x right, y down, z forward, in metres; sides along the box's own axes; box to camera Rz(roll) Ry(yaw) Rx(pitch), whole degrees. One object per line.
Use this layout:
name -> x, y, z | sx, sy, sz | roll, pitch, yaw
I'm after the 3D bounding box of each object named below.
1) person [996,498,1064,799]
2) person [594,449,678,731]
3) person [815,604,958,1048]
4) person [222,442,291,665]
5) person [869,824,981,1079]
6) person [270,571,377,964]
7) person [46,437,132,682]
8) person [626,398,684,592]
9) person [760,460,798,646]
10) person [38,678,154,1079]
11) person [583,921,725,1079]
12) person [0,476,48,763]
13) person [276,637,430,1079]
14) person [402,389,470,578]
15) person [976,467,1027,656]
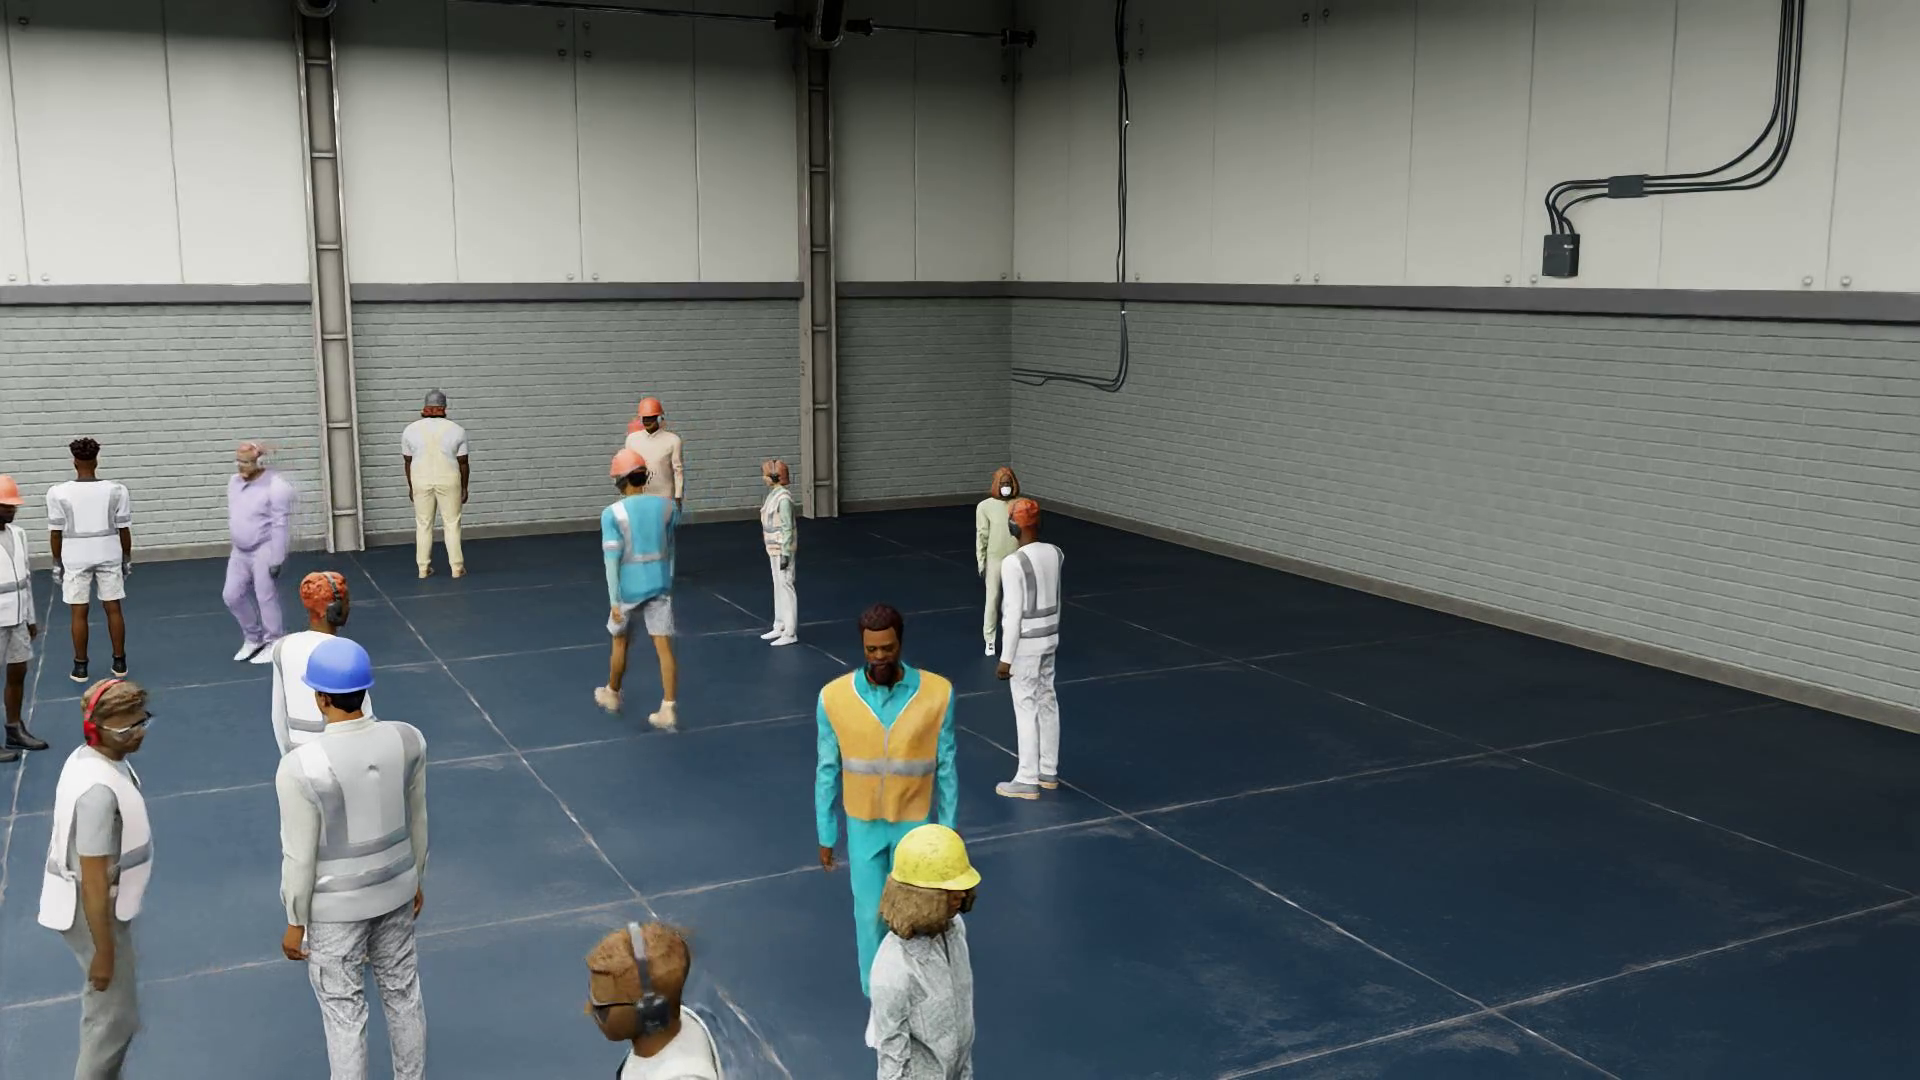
person -> 0.431, 0.674, 10.367 | 0.358, 1.881, 0.574 | 7, 11, 36
person -> -2.363, 0.340, 12.059 | 0.615, 1.991, 1.024 | -7, 11, -36
person -> -0.312, 1.201, 7.057 | 0.613, 1.899, 0.448 | 0, 9, -2
person -> -5.840, 0.116, 13.797 | 0.665, 1.881, 0.480 | 4, 10, 24
person -> -0.083, 1.650, 4.806 | 0.313, 1.736, 0.486 | 4, 10, 24
person -> -2.971, 1.078, 7.864 | 0.586, 1.882, 0.340 | 5, 10, 26
person -> -6.962, 0.155, 13.340 | 0.593, 1.958, 0.370 | -7, 11, -35
person -> -3.123, -0.455, 16.969 | 0.613, 1.995, 0.391 | 1, 9, 7
person -> -1.579, 0.109, 14.596 | 0.313, 1.637, 0.513 | -3, 10, -18
person -> -3.164, 1.390, 6.143 | 0.414, 1.827, 0.700 | -5, 10, -27
person -> -0.646, 1.747, 3.948 | 0.632, 1.821, 0.552 | -1, 9, -8
person -> -6.408, 0.525, 11.159 | 0.392, 1.929, 0.543 | 2, 9, 10
person -> -2.242, 1.318, 6.188 | 0.384, 1.951, 0.605 | 6, 11, 34
person -> -5.585, -0.616, 17.822 | 0.683, 2.000, 0.537 | -1, 9, -9
person -> 0.384, 0.184, 14.177 | 0.499, 1.627, 0.279 | -2, 9, -12
